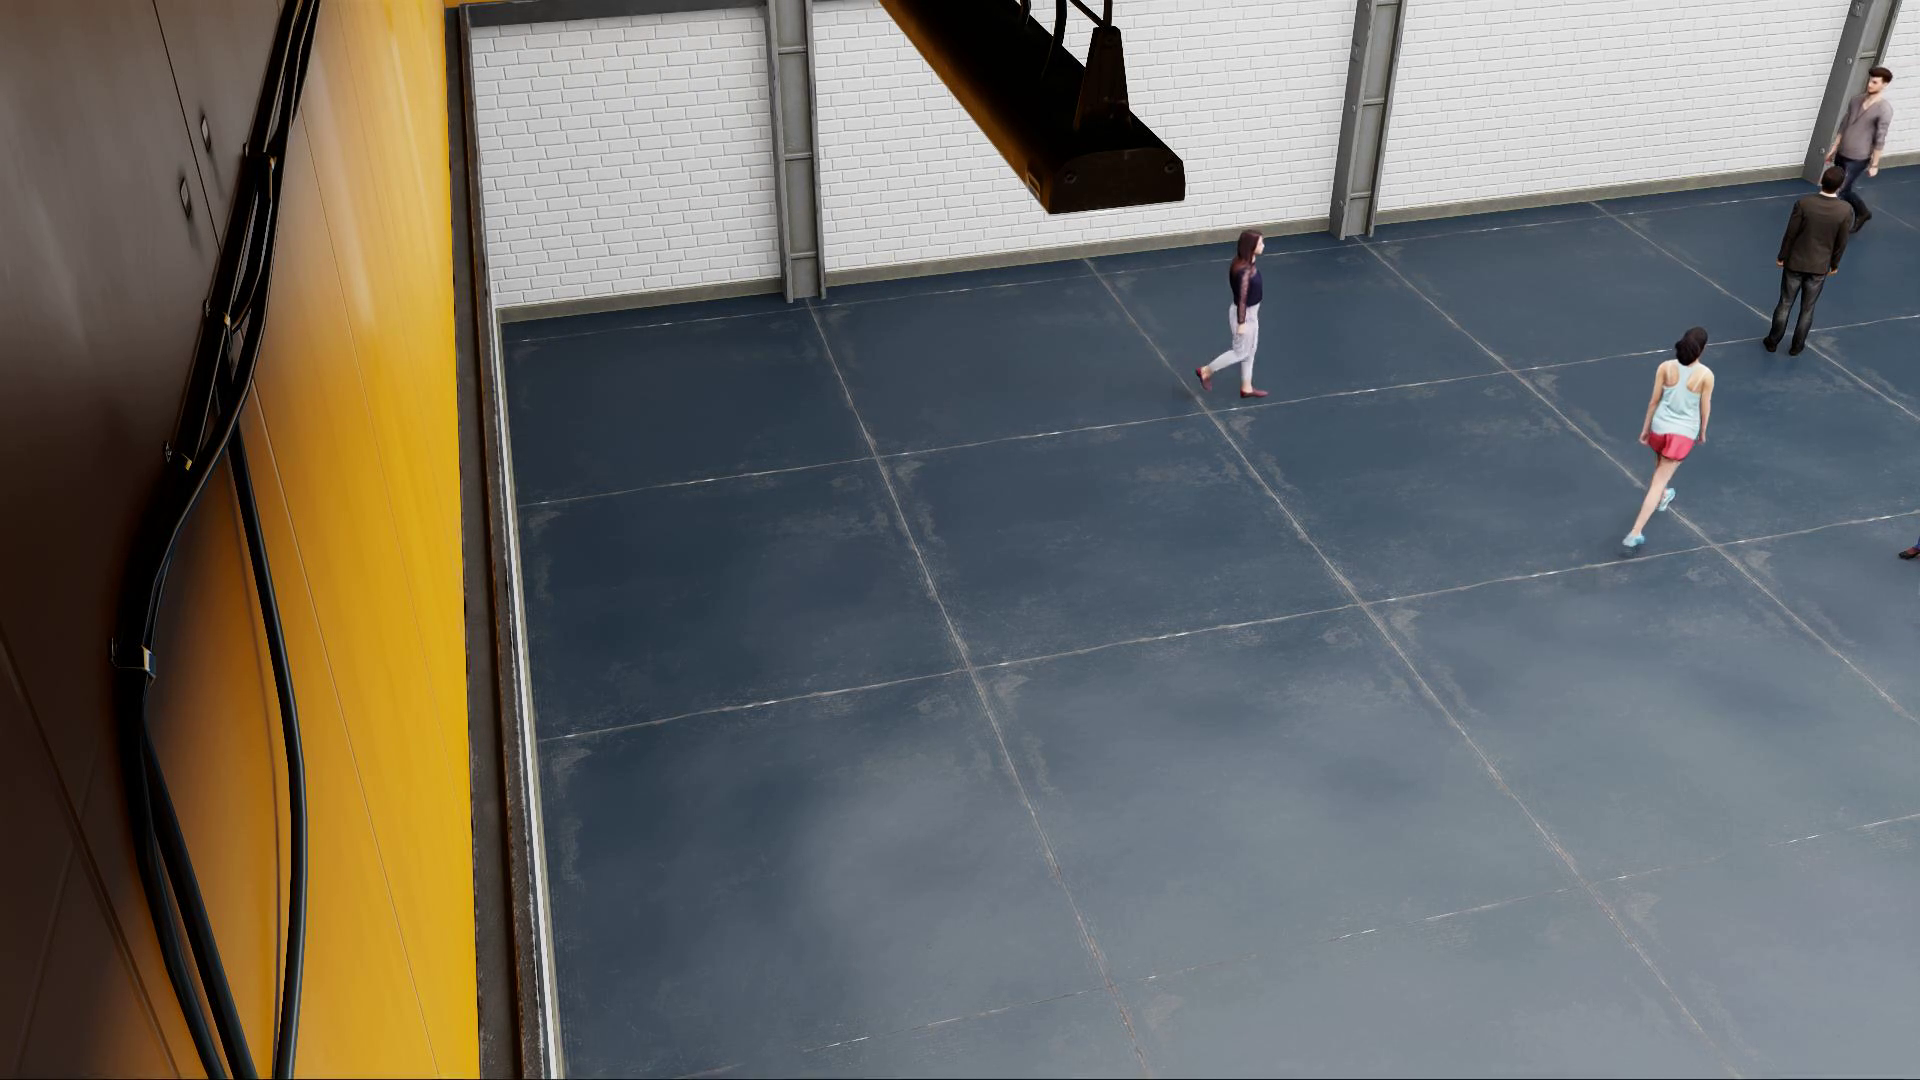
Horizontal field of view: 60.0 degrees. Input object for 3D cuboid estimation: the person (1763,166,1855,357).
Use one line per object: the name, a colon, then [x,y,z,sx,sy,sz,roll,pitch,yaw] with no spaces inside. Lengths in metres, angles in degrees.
person: [7.768,-2.556,15.214,0.706,1.805,0.807,13,36,18]

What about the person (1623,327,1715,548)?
person: [5.352,-0.738,12.558,1.029,1.716,1.284,26,42,34]

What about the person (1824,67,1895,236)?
person: [9.346,-3.976,17.285,1.168,1.876,0.680,-8,35,-13]

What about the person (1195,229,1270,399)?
person: [2.411,-1.944,14.486,0.988,1.591,0.815,4,34,6]
